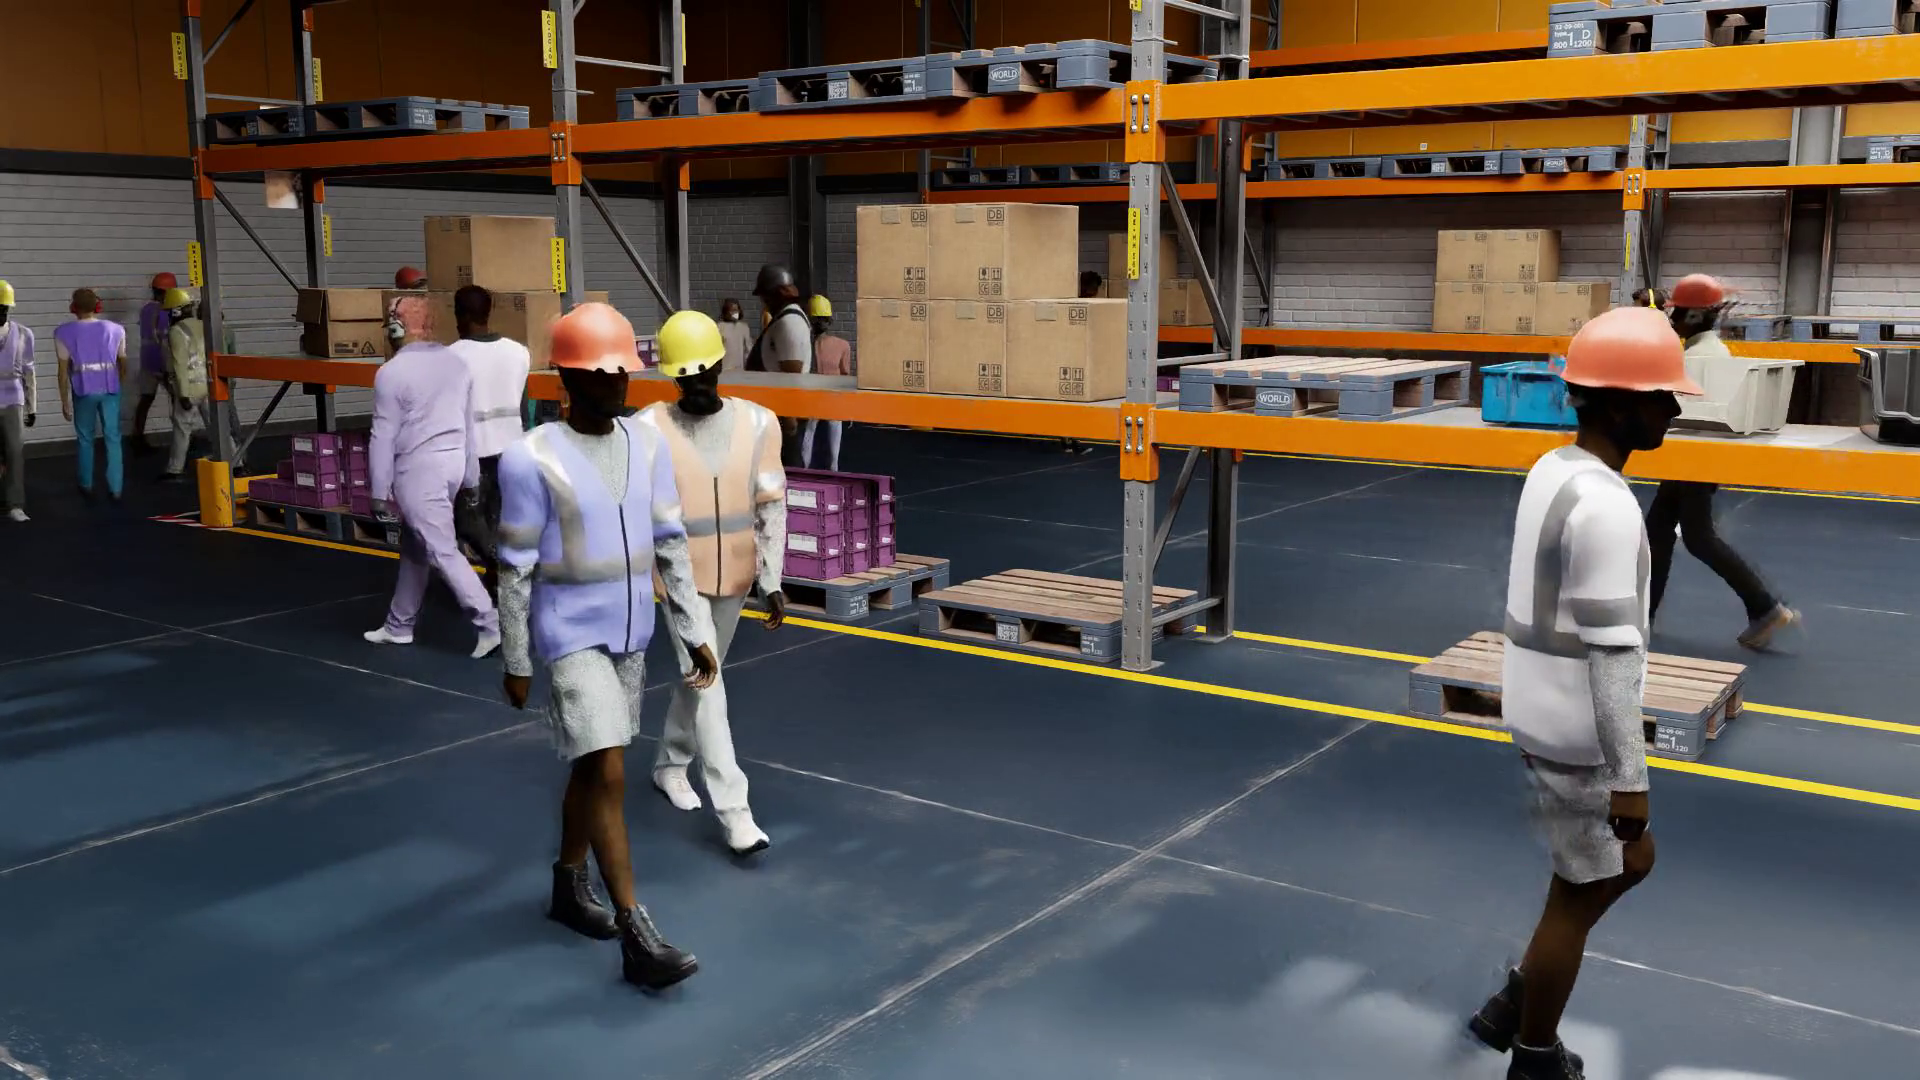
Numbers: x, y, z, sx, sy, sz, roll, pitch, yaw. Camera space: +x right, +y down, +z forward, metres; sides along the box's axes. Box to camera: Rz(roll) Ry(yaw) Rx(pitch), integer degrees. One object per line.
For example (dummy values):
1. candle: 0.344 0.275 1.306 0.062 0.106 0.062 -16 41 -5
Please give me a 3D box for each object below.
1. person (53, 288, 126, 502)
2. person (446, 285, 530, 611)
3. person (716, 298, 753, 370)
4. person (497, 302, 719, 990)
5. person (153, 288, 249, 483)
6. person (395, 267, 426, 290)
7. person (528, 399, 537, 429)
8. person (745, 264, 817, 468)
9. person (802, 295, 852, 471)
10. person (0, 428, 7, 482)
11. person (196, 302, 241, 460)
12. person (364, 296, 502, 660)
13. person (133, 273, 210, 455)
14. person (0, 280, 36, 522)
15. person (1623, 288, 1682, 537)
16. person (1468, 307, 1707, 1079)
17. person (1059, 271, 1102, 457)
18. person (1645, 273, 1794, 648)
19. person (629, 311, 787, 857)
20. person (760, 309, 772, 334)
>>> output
1. person: -7.353 -1.233 14.116 0.556 1.783 0.970 -7 12 -35
2. person: -2.601 -0.472 9.289 0.607 1.896 0.590 8 12 38
3. person: -2.504 -1.880 18.516 0.482 1.612 0.518 6 12 34
4. person: -0.951 0.290 4.735 0.916 1.898 0.552 7 12 37
5. person: -6.914 -1.376 15.079 0.903 1.796 0.607 2 10 11
6. person: -5.092 -1.560 15.574 0.642 1.955 0.715 -8 13 -41
7. person: -4.014 -1.409 15.336 0.353 1.737 0.565 0 10 -1
8. person: -1.297 -1.000 11.995 0.540 2.000 0.683 0 10 3
9. person: -1.067 -0.978 12.683 0.529 1.767 0.329 -4 10 -22
10. person: -8.953 -1.377 15.258 0.316 1.696 0.540 -1 10 -4
11. person: -7.592 -1.633 16.978 0.268 1.631 0.507 4 10 23
12. person: -2.698 -0.311 8.485 1.013 1.855 0.647 3 10 19
13. person: -8.372 -1.857 17.522 0.694 1.885 0.894 7 12 35
14. person: -7.536 -1.083 12.972 0.607 1.889 0.720 -8 12 -39
15. person: 4.997 -0.922 12.190 0.973 1.816 0.539 2 10 10
16. person: 1.468 0.428 3.843 0.410 1.917 0.564 2 10 9
17. person: 1.249 -1.827 17.283 0.634 1.913 0.882 -4 10 -22
18. person: 3.926 -0.415 8.756 0.929 1.966 0.622 6 11 33
19. person: -0.895 0.131 5.826 0.570 1.851 1.039 -6 11 -31
20. person: -1.761 -1.646 16.172 0.365 1.932 0.543 0 10 -3
